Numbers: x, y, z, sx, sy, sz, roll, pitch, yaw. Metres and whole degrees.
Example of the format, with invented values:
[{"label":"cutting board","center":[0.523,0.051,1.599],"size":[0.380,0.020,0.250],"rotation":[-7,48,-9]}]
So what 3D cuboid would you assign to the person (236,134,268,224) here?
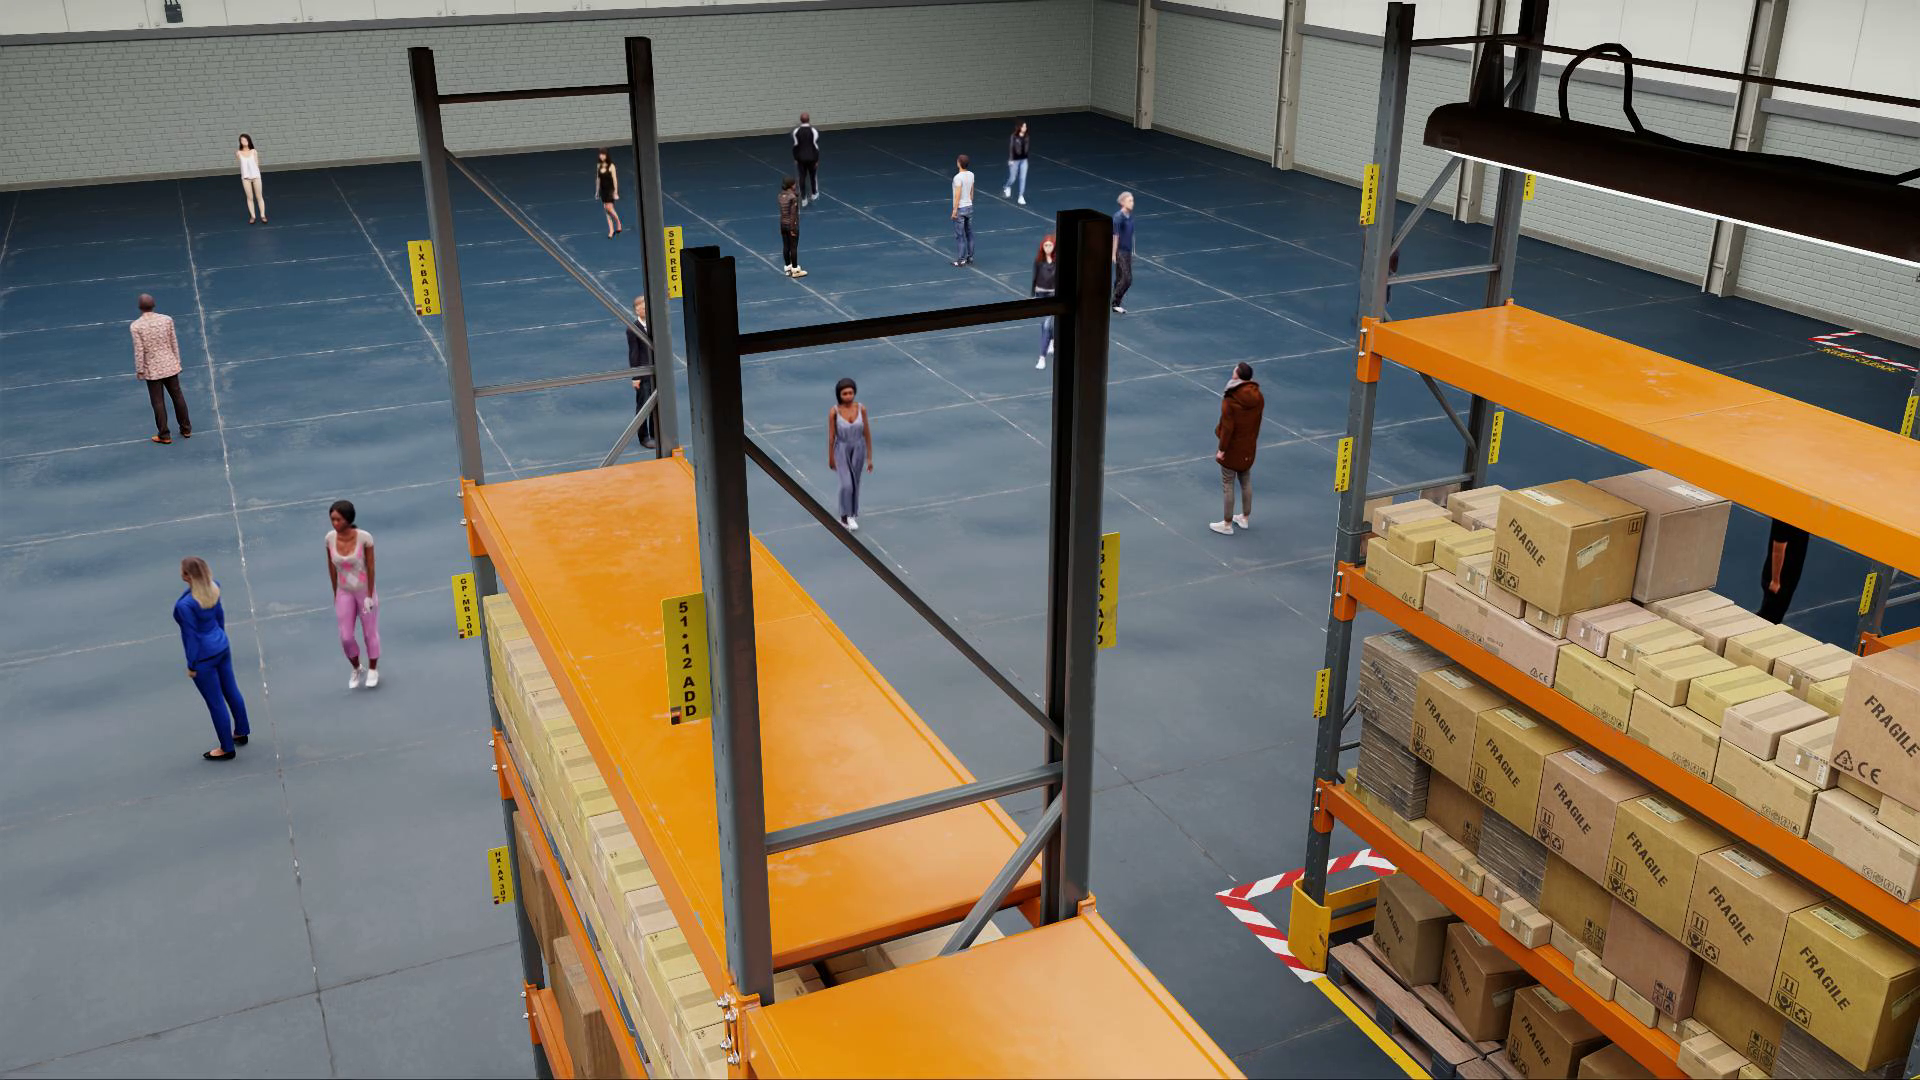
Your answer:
[{"label":"person","center":[-13.366,-6.830,31.358],"size":[0.540,1.651,0.592],"rotation":[-9,25,-20]}]

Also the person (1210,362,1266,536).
[{"label":"person","center":[2.898,-0.960,17.313],"size":[0.765,1.839,0.771],"rotation":[-16,28,-33]}]

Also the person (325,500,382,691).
[{"label":"person","center":[-5.105,0.438,14.167],"size":[0.665,1.729,0.722],"rotation":[-1,23,-3]}]

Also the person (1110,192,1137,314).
[{"label":"person","center":[2.389,-4.370,25.309],"size":[0.811,1.859,0.793],"rotation":[16,28,34]}]

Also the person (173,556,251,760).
[{"label":"person","center":[-5.897,0.910,13.094],"size":[0.761,1.700,0.664],"rotation":[4,23,9]}]

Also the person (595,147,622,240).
[{"label":"person","center":[-6.329,-6.298,30.122],"size":[0.708,1.640,0.772],"rotation":[12,26,26]}]

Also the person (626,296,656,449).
[{"label":"person","center":[-3.735,-2.031,19.864],"size":[0.790,1.815,0.777],"rotation":[13,26,29]}]

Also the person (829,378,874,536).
[{"label":"person","center":[-1.182,-0.899,17.379],"size":[0.551,1.676,0.732],"rotation":[-10,25,-22]}]

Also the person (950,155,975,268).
[{"label":"person","center":[0.064,-5.586,28.159],"size":[0.689,1.865,0.712],"rotation":[19,30,38]}]

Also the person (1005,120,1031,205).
[{"label":"person","center":[1.131,-7.494,32.972],"size":[0.637,1.611,0.889],"rotation":[-10,25,-22]}]

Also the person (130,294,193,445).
[{"label":"person","center":[-9.597,-2.065,19.951],"size":[0.752,1.808,0.766],"rotation":[18,29,35]}]

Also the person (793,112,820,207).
[{"label":"person","center":[-3.037,-7.442,32.616],"size":[1.058,1.792,1.246],"rotation":[2,23,5]}]

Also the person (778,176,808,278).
[{"label":"person","center":[-2.814,-5.156,27.407],"size":[0.747,1.663,0.687],"rotation":[-4,23,-9]}]

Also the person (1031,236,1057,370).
[{"label":"person","center":[1.212,-3.313,22.972],"size":[1.154,1.741,1.243],"rotation":[7,24,15]}]
